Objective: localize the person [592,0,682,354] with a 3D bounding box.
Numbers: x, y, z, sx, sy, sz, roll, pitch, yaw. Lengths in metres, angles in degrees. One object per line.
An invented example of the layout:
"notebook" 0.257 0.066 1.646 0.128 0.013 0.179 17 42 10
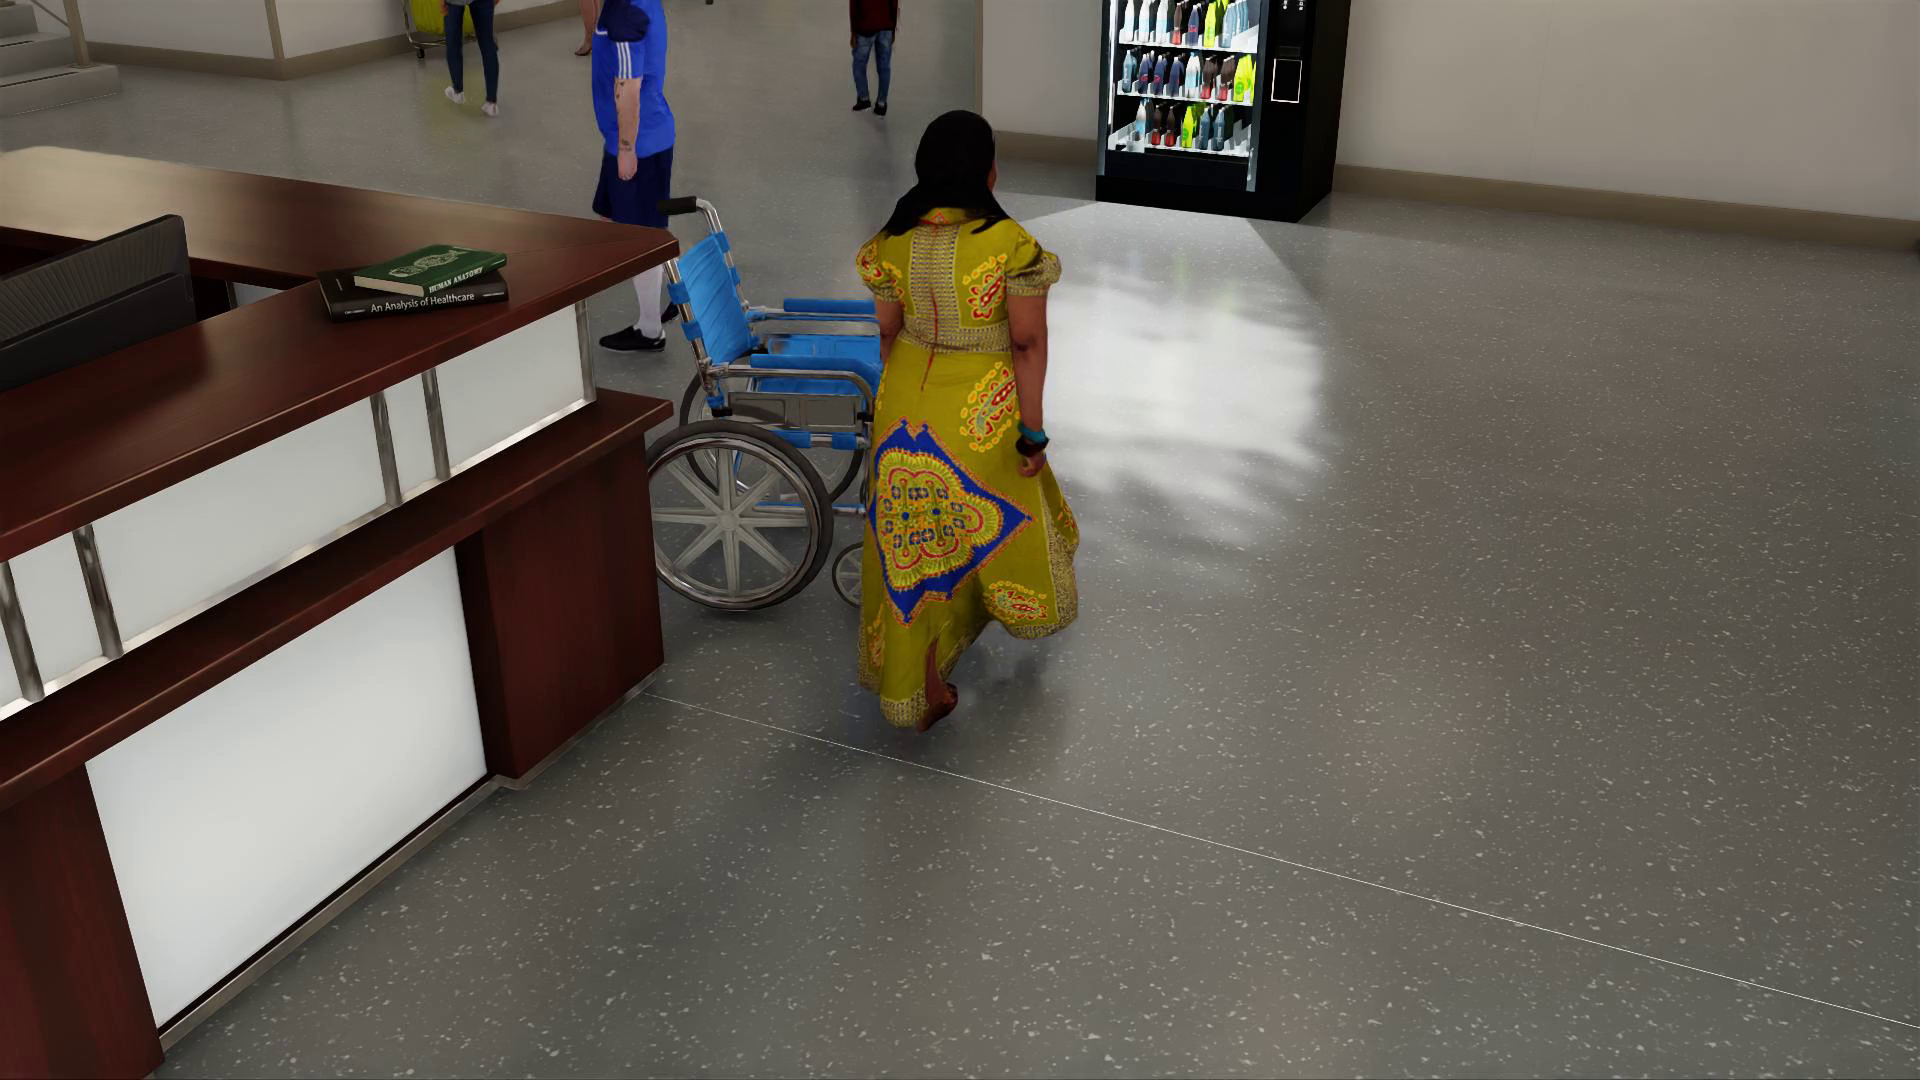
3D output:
"person" -1.309 -1.699 7.093 0.909 1.835 0.852 -3 26 -7

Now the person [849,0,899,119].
"person" -0.591 -3.592 11.692 0.603 1.249 0.665 -9 27 -17

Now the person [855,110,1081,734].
"person" -0.034 -0.243 4.318 1.222 1.622 0.881 8 27 16

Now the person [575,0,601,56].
"person" -3.229 -5.040 14.089 0.761 1.775 0.745 1 26 2

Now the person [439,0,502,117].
"person" -3.432 -3.842 11.688 0.990 1.703 1.104 -14 29 -26
